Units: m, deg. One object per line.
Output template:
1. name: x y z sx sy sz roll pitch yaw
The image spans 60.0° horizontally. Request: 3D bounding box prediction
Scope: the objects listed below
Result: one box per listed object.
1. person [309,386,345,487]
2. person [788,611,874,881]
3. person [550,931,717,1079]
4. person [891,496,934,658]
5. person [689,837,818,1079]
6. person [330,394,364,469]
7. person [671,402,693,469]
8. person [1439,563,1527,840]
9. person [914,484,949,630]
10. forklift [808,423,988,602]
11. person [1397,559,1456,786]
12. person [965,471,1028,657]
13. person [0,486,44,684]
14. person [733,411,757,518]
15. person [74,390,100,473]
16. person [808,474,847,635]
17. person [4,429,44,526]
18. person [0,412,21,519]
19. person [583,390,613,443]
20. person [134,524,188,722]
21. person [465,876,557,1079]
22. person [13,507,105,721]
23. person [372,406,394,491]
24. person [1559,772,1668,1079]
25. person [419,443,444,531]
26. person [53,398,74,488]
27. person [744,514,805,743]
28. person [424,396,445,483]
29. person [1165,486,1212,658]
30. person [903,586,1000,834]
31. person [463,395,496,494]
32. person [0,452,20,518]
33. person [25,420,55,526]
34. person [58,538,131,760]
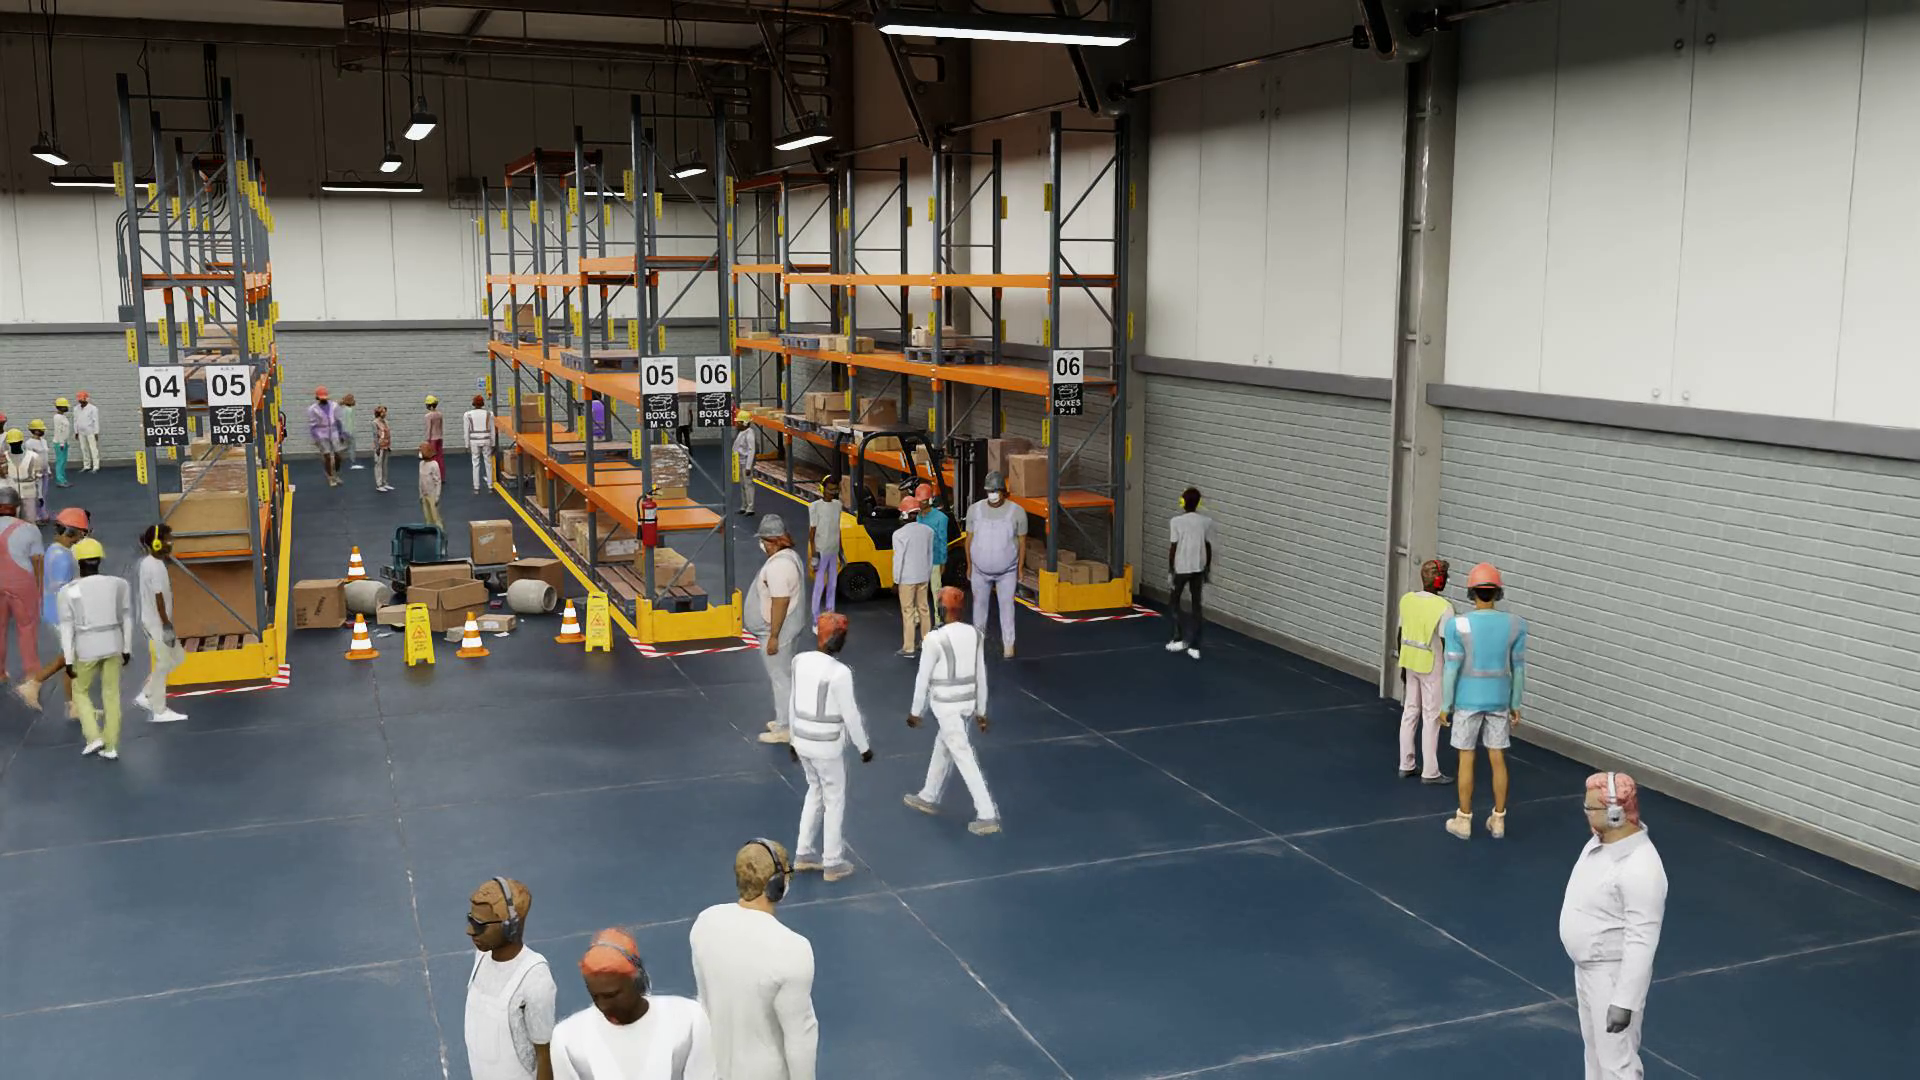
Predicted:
1. person: -12.323 -2.011 32.453 0.664 1.999 0.517 -7 11 -37
2. person: -0.914 1.405 11.337 0.479 1.868 0.631 -9 12 -43
3. person: -1.150 2.256 6.019 0.612 1.865 0.607 -2 9 -10
4. person: -0.534 0.396 18.052 0.564 1.752 0.340 -8 12 -42
5. person: -0.812 2.127 6.626 0.625 1.931 0.379 7 11 38
6. person: -13.120 -2.312 35.527 0.583 1.615 0.507 -5 10 -30
7. person: -5.946 -2.438 35.532 0.533 1.870 0.315 -7 12 -38
8. person: 3.820 1.179 12.224 0.612 2.039 0.392 0 9 -3
9. person: -0.401 0.209 19.271 0.562 1.743 0.359 5 10 30
10. forklift: -0.830 -0.399 21.676 2.313 2.155 1.214 -4 10 -21
11. person: 3.779 1.071 13.521 0.372 1.843 0.571 -5 10 -28
12. person: 0.377 0.263 17.994 0.675 2.000 0.537 1 9 9
13. person: -9.591 0.448 16.825 0.682 2.000 0.535 -2 9 -11
14. person: -3.687 -1.297 28.466 0.403 1.833 0.590 -4 10 -22
15. person: -18.341 -2.272 34.891 0.567 1.741 0.353 2 9 11
16. person: -1.516 0.167 19.153 0.329 1.865 0.514 8 12 41
17. person: -13.629 -0.656 24.131 0.591 1.926 0.386 -4 10 -23
18. person: -15.009 -1.018 26.047 0.615 2.041 0.391 4 10 21
19. person: -7.378 -2.160 33.869 0.633 1.841 0.429 -5 10 -29
20. person: -7.366 0.774 15.359 0.394 1.858 0.503 -4 10 -24
21. person: -1.750 2.193 6.458 0.508 1.846 0.345 9 12 43
22. person: -8.309 0.706 15.316 0.710 2.009 0.654 -6 11 -32
23. person: -11.111 -1.756 31.959 0.307 1.641 0.511 1 9 6
24. person: 2.944 1.983 7.608 0.406 1.902 0.636 1 9 5
25. person: -7.966 -0.647 24.995 0.503 1.632 0.274 8 12 43
26. person: -17.525 -1.900 32.525 0.367 1.754 0.514 -2 9 -13
27. person: -1.653 0.771 14.791 0.536 2.000 0.688 1 9 6
28. person: -10.430 -1.974 32.932 0.310 1.768 0.533 2 9 15
29. person: 2.475 0.337 18.134 0.551 1.843 0.711 -2 9 -13
30. person: -0.042 1.254 12.467 1.034 1.829 0.574 7 12 39
31. person: -9.108 -1.816 31.575 0.573 1.883 0.359 -3 10 -18
32. person: -12.184 -0.177 21.185 0.403 1.906 0.652 0 9 0
33. person: -15.222 -1.112 27.532 0.327 1.760 0.524 0 9 3
34. person: -7.373 0.930 14.198 0.484 1.907 0.599 8 12 42
